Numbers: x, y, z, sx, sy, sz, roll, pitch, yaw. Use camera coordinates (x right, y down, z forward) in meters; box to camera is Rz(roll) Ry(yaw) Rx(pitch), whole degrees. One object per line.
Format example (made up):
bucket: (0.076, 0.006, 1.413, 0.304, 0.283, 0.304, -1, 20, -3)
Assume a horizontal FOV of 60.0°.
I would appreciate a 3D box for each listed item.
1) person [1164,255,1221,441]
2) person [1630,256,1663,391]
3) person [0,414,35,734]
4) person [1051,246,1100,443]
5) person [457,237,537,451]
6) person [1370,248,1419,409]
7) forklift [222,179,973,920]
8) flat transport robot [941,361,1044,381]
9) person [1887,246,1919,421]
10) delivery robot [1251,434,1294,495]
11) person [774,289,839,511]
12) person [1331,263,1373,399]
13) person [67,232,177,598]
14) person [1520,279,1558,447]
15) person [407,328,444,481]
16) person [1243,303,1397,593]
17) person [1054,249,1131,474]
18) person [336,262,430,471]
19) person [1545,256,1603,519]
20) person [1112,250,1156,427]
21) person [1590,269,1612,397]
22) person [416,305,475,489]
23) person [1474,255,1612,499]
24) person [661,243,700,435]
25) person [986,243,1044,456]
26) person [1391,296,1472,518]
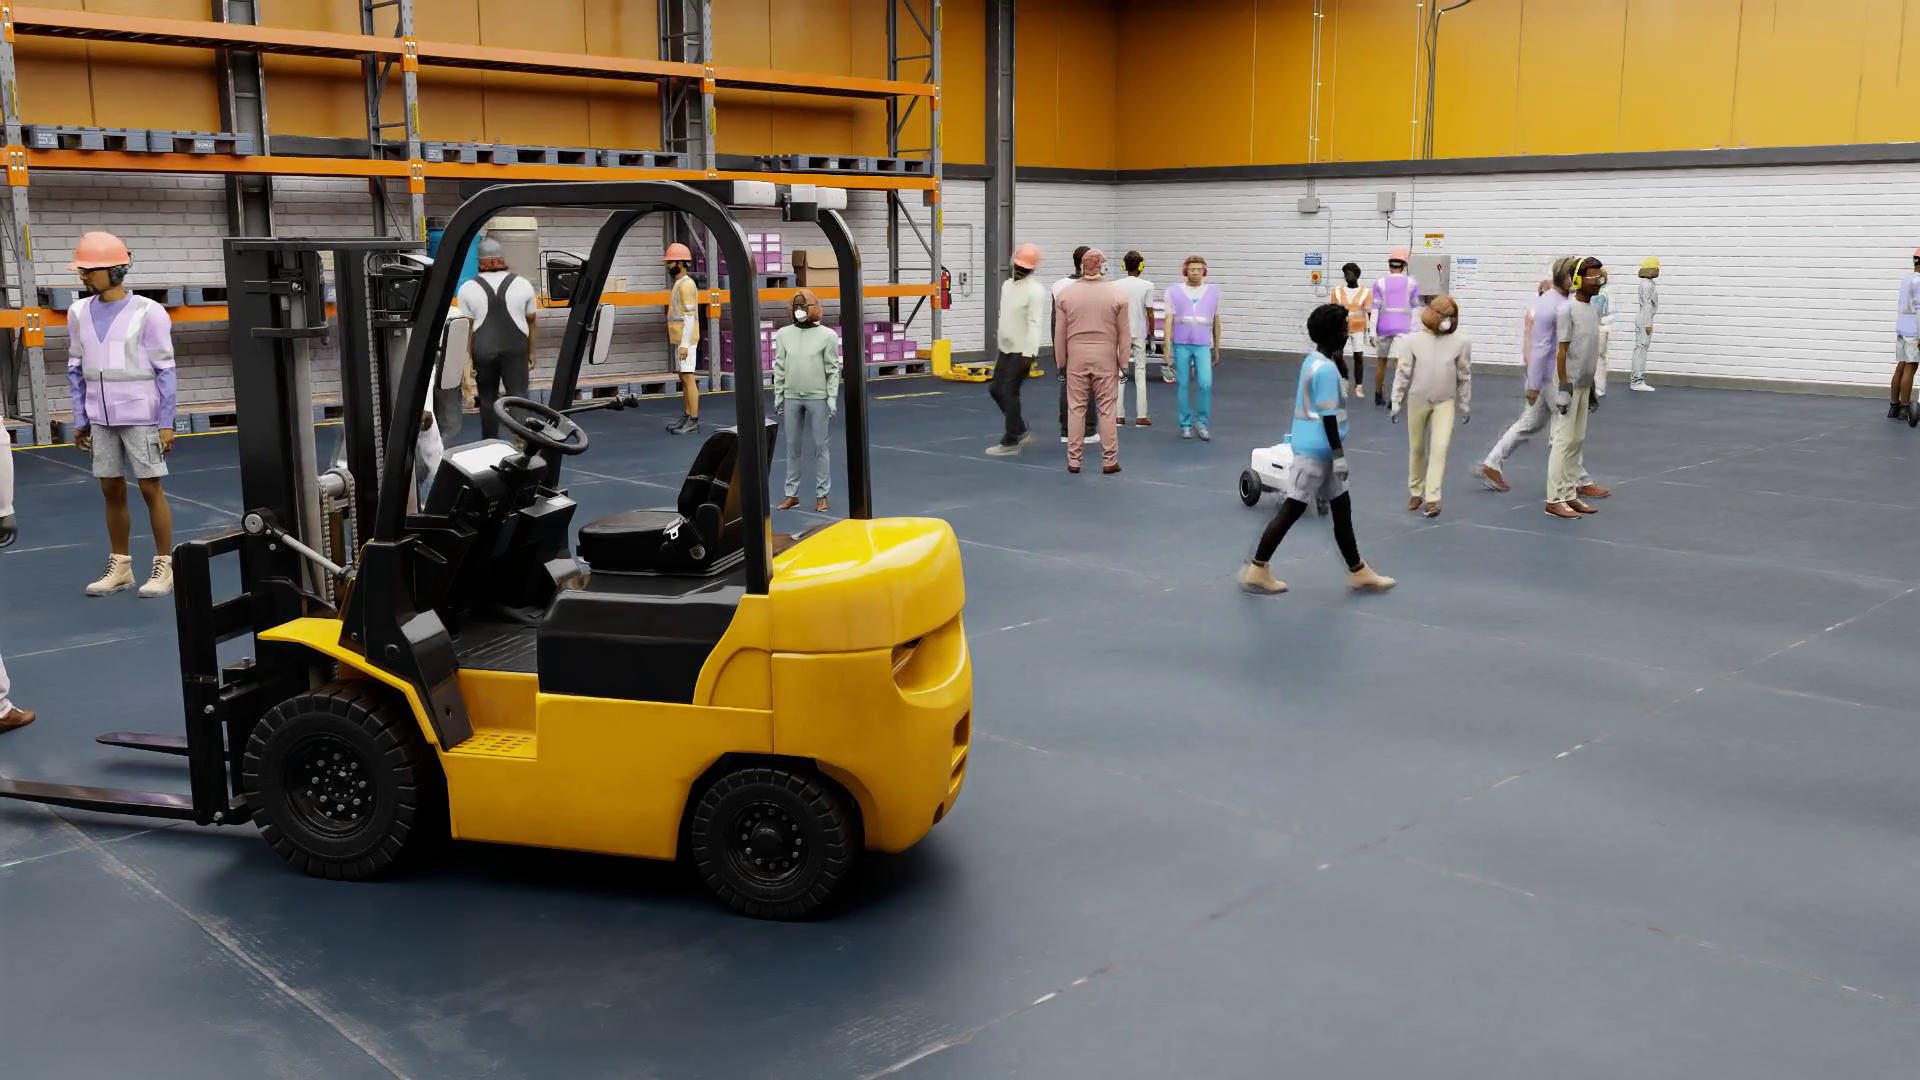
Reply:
person: (2.299, -1.887, 16.413, 0.573, 1.822, 0.662, 0, 10, 2)
person: (8.997, -2.830, 21.786, 0.288, 1.746, 0.487, 3, 11, 16)
person: (-4.106, -0.138, 6.652, 0.642, 1.913, 0.409, -2, 11, -8)
person: (1.171, -1.888, 16.241, 0.596, 1.893, 0.372, 5, 12, 27)
person: (-4.124, -1.714, 14.888, 0.684, 2.000, 0.805, -3, 11, -16)
person: (5.078, -2.465, 19.473, 0.545, 1.886, 0.905, 2, 11, 13)
forklift: (-1.114, -0.058, 5.440, 2.313, 2.155, 1.214, 2, 11, 13)
flat transport robot: (0.469, -2.388, 23.396, 0.652, 0.197, 1.431, 10, 14, 43)
person: (10.490, -2.274, 18.255, 0.381, 1.928, 0.542, 2, 11, 10)
delivery robot: (2.437, -0.537, 12.272, 0.477, 0.478, 0.707, -3, 11, -15)
person: (-1.133, -1.023, 12.231, 0.499, 1.634, 0.278, 3, 11, 14)
person: (4.872, -2.594, 20.645, 0.602, 1.684, 0.340, 4, 11, 21)
person: (-4.676, -0.682, 9.267, 0.611, 2.038, 0.394, 2, 11, 10)
person: (5.669, -1.709, 16.071, 0.517, 1.601, 0.745, 1, 10, 6)
person: (-3.735, -0.950, 11.308, 0.588, 1.822, 1.003, 5, 11, 24)
person: (2.015, -0.503, 9.342, 0.864, 1.652, 0.544, 1, 10, 8)
person: (1.133, -1.515, 14.179, 0.650, 1.904, 0.401, 2, 11, 11)
person: (-4.879, -1.488, 14.139, 1.034, 1.872, 0.593, 1, 10, 4)
person: (4.461, -1.097, 11.992, 0.328, 1.872, 0.515, 10, 14, 43)
person: (1.821, -2.132, 17.650, 0.535, 1.864, 0.309, 4, 11, 20)
person: (8.040, -2.612, 20.967, 0.328, 1.609, 0.643, 4, 11, 20)
person: (-3.923, -1.139, 12.389, 0.508, 1.819, 0.800, 6, 12, 30)
person: (4.534, -1.266, 12.897, 1.011, 1.883, 0.646, 5, 12, 27)
person: (-2.838, -2.040, 16.950, 0.357, 1.938, 0.542, -3, 11, -16)
person: (0.494, -1.732, 15.238, 0.466, 1.947, 0.652, -5, 12, -27)
person: (3.387, -0.954, 11.965, 0.538, 1.580, 0.868, 3, 11, 16)
